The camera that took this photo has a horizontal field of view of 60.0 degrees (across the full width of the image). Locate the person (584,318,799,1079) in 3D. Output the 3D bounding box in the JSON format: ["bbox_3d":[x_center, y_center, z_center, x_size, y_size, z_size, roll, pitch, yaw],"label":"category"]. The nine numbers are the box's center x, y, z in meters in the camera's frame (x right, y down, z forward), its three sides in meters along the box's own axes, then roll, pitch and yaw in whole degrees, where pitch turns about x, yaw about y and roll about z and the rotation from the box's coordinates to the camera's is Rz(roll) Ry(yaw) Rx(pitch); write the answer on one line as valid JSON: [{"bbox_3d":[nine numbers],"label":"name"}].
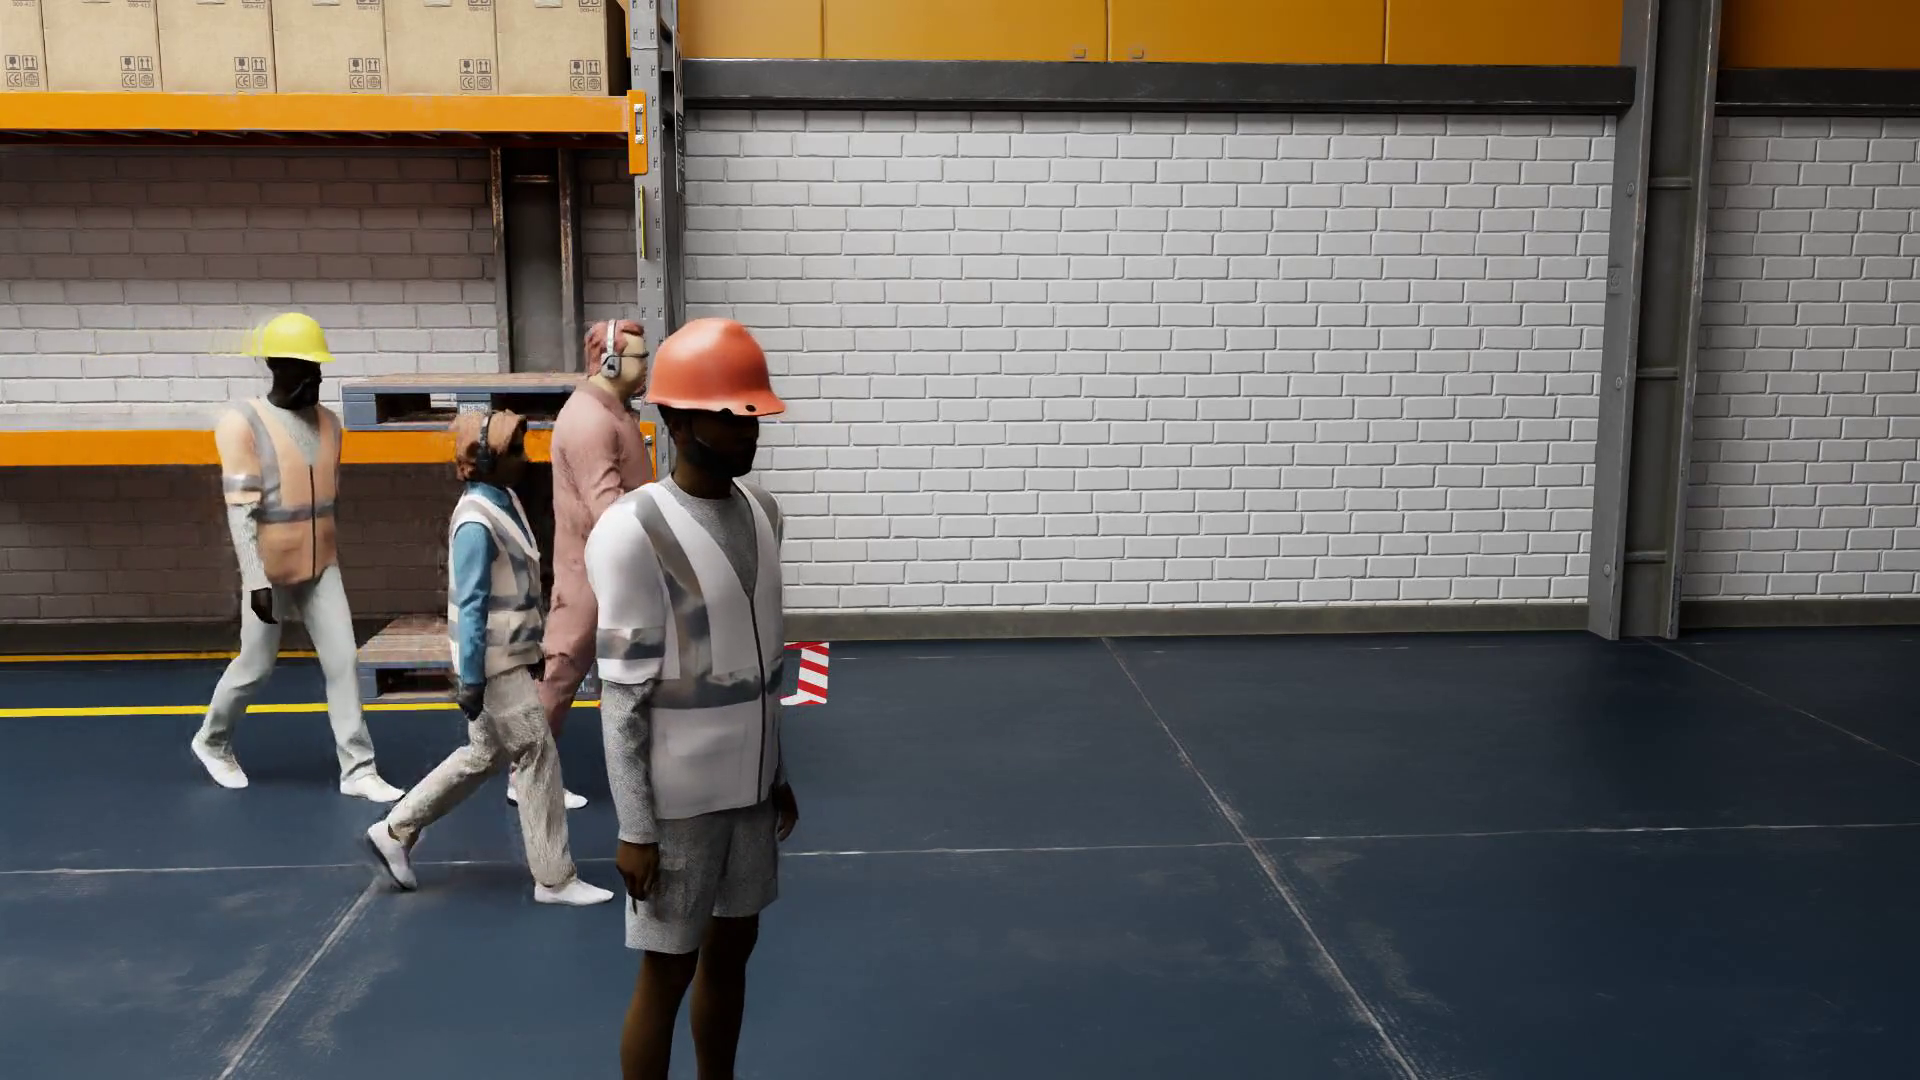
[{"bbox_3d":[-0.513,0.507,3.500,0.373,1.934,0.551,5,10,29],"label":"person"}]

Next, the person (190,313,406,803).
[{"bbox_3d":[-2.627,0.071,6.401,0.924,1.892,0.590,5,10,27],"label":"person"}]

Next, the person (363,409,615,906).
[{"bbox_3d":[-1.535,0.382,5.295,0.752,1.611,0.514,-1,9,-8],"label":"person"}]

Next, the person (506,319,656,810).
[{"bbox_3d":[-1.280,0.108,6.258,0.978,1.854,0.652,0,9,1],"label":"person"}]
